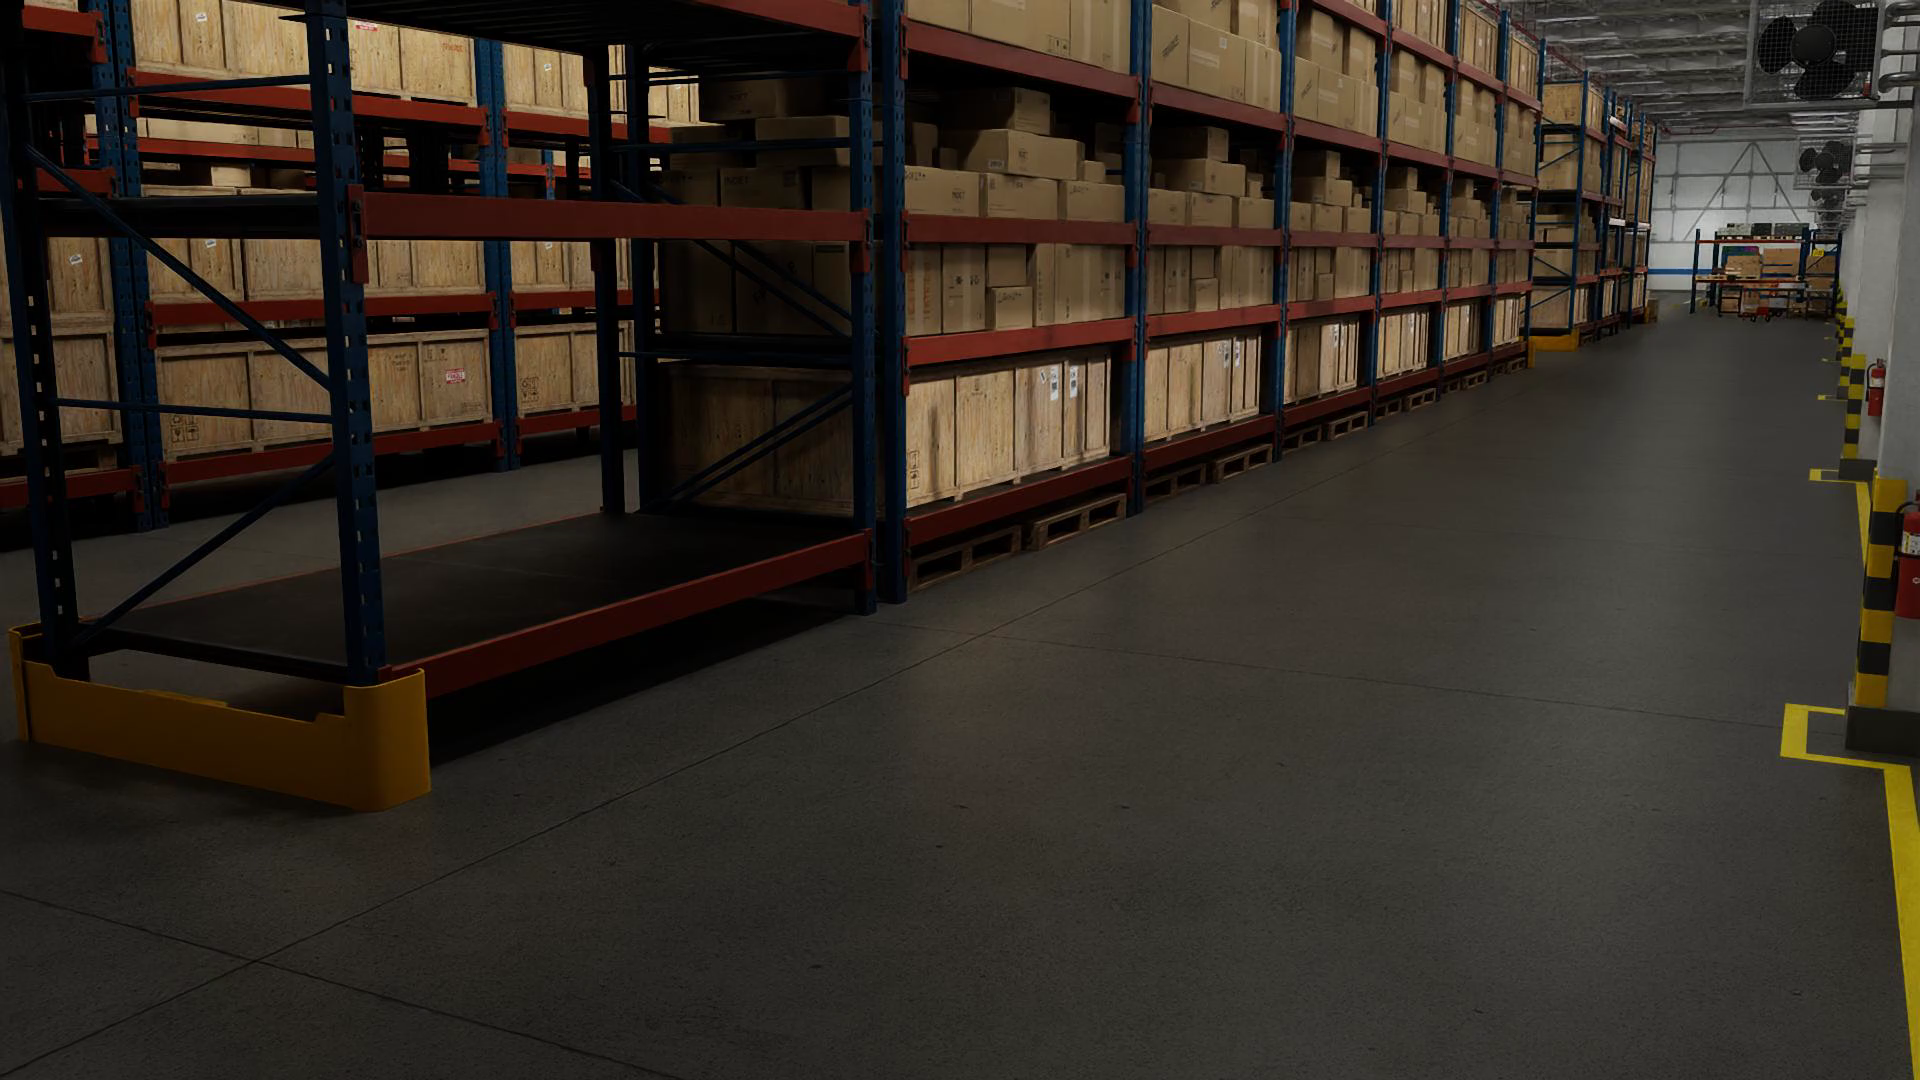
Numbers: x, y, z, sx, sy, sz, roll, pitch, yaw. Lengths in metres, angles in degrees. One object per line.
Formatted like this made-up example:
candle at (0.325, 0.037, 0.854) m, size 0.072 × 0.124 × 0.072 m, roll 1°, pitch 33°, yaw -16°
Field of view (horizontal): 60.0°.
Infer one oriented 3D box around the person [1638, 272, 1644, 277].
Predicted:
person at (36.368, -13.967, 88.829) m, size 0.508 × 1.629 × 0.318 m, roll 3°, pitch 10°, yaw 18°
